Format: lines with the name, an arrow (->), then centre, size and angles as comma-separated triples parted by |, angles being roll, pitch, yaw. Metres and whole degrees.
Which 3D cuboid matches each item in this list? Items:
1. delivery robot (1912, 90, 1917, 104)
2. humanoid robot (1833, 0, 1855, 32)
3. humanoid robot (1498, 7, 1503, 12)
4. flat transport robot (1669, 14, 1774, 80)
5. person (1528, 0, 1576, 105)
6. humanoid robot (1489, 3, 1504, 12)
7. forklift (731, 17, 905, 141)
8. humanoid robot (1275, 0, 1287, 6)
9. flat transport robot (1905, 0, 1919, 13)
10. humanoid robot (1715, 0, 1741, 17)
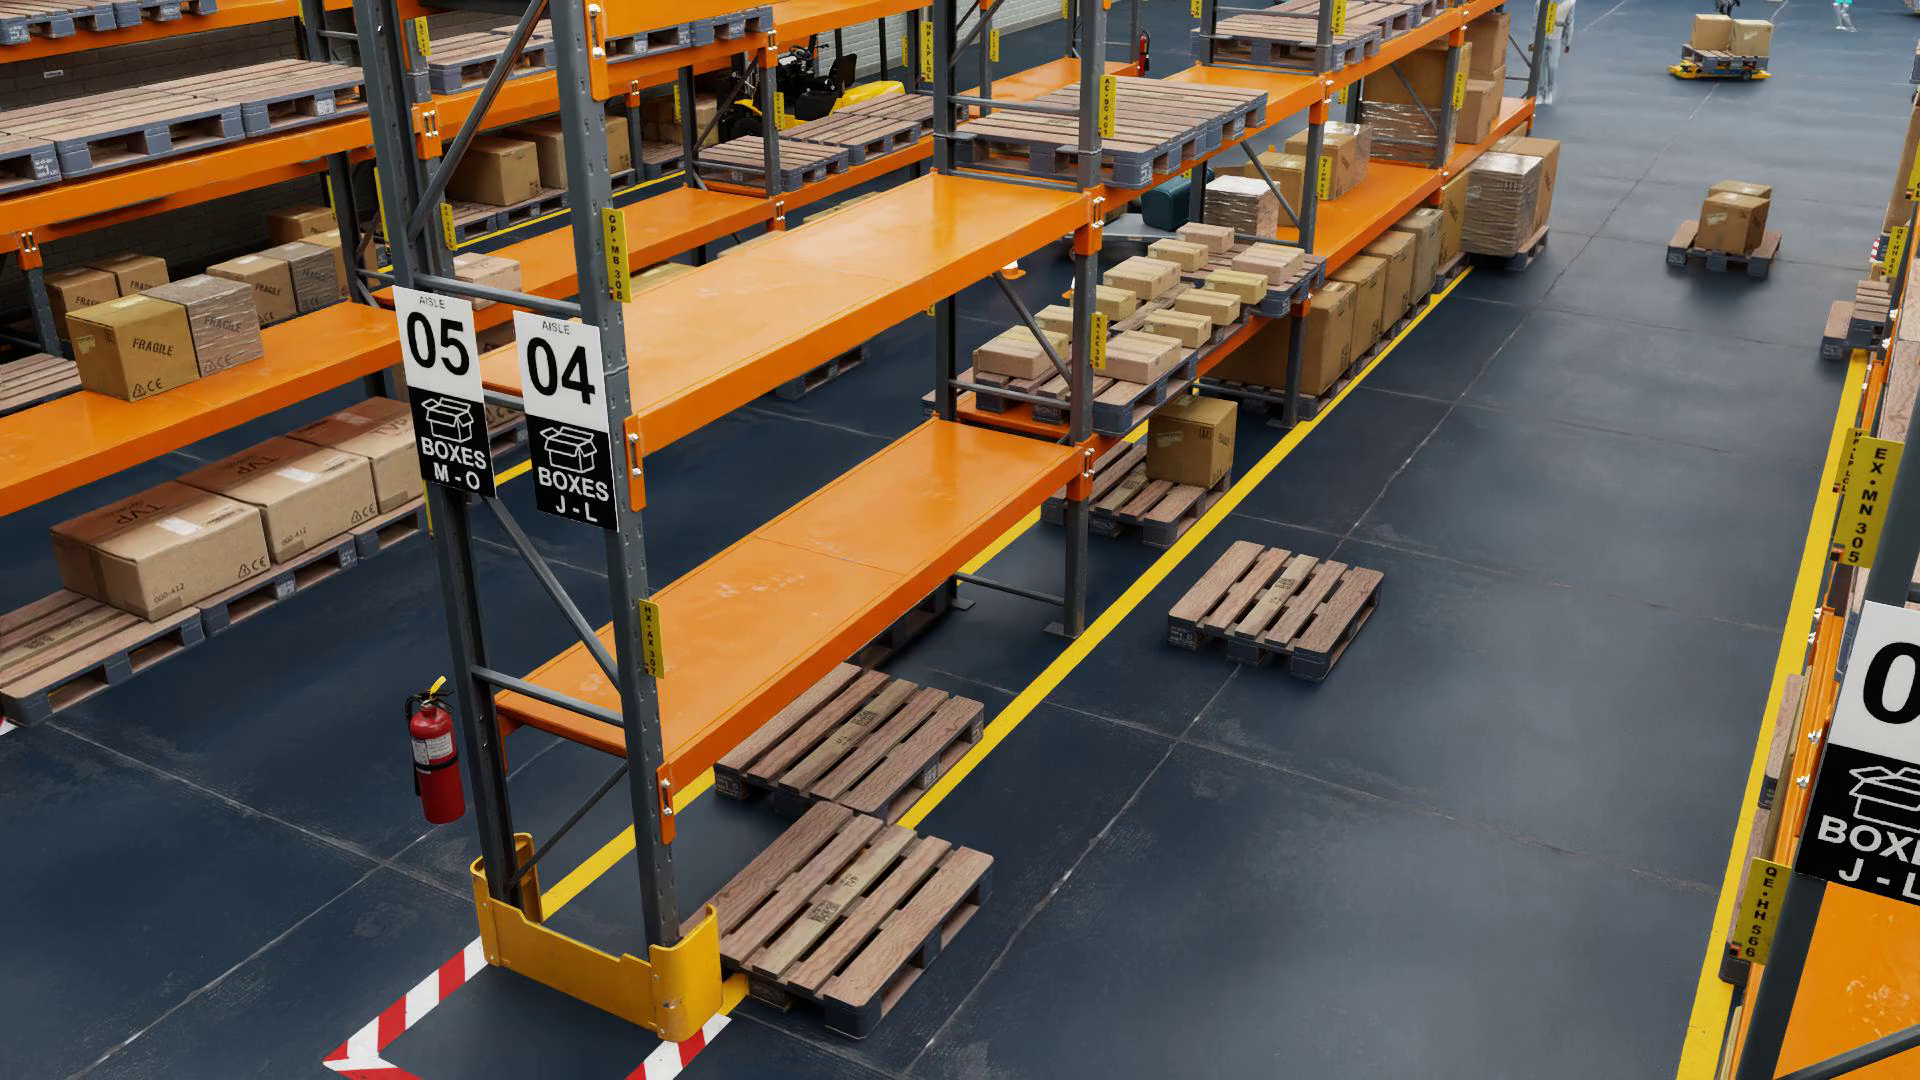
delivery robot -> 14.814, -6.738, 25.033 | 0.796, 0.612, 0.499 | 0, 26, 1
humanoid robot -> 16.849, -10.471, 31.421 | 0.849, 1.795, 0.547 | 4, 26, 7
humanoid robot -> 8.617, -8.498, 27.385 | 0.613, 1.648, 0.468 | 14, 29, 26
flat transport robot -> 12.579, -7.785, 27.519 | 1.431, 0.231, 0.659 | 2, 26, 3
person -> 8.905, -7.542, 25.130 | 0.594, 1.903, 0.501 | 17, 31, 32
humanoid robot -> 7.819, -7.101, 24.519 | 0.591, 1.642, 0.590 | 6, 26, 11
forklift -> -1.819, -5.975, 21.543 | 2.313, 2.155, 1.214 | 14, 29, 26
humanoid robot -> 4.771, -7.303, 24.940 | 0.611, 1.621, 0.788 | 15, 30, 29
flat transport robot -> 19.602, -10.532, 33.226 | 0.659, 0.231, 1.431 | 8, 27, 16
humanoid robot -> 13.896, -9.818, 30.126 | 0.609, 1.645, 0.365 | -17, 30, -31
